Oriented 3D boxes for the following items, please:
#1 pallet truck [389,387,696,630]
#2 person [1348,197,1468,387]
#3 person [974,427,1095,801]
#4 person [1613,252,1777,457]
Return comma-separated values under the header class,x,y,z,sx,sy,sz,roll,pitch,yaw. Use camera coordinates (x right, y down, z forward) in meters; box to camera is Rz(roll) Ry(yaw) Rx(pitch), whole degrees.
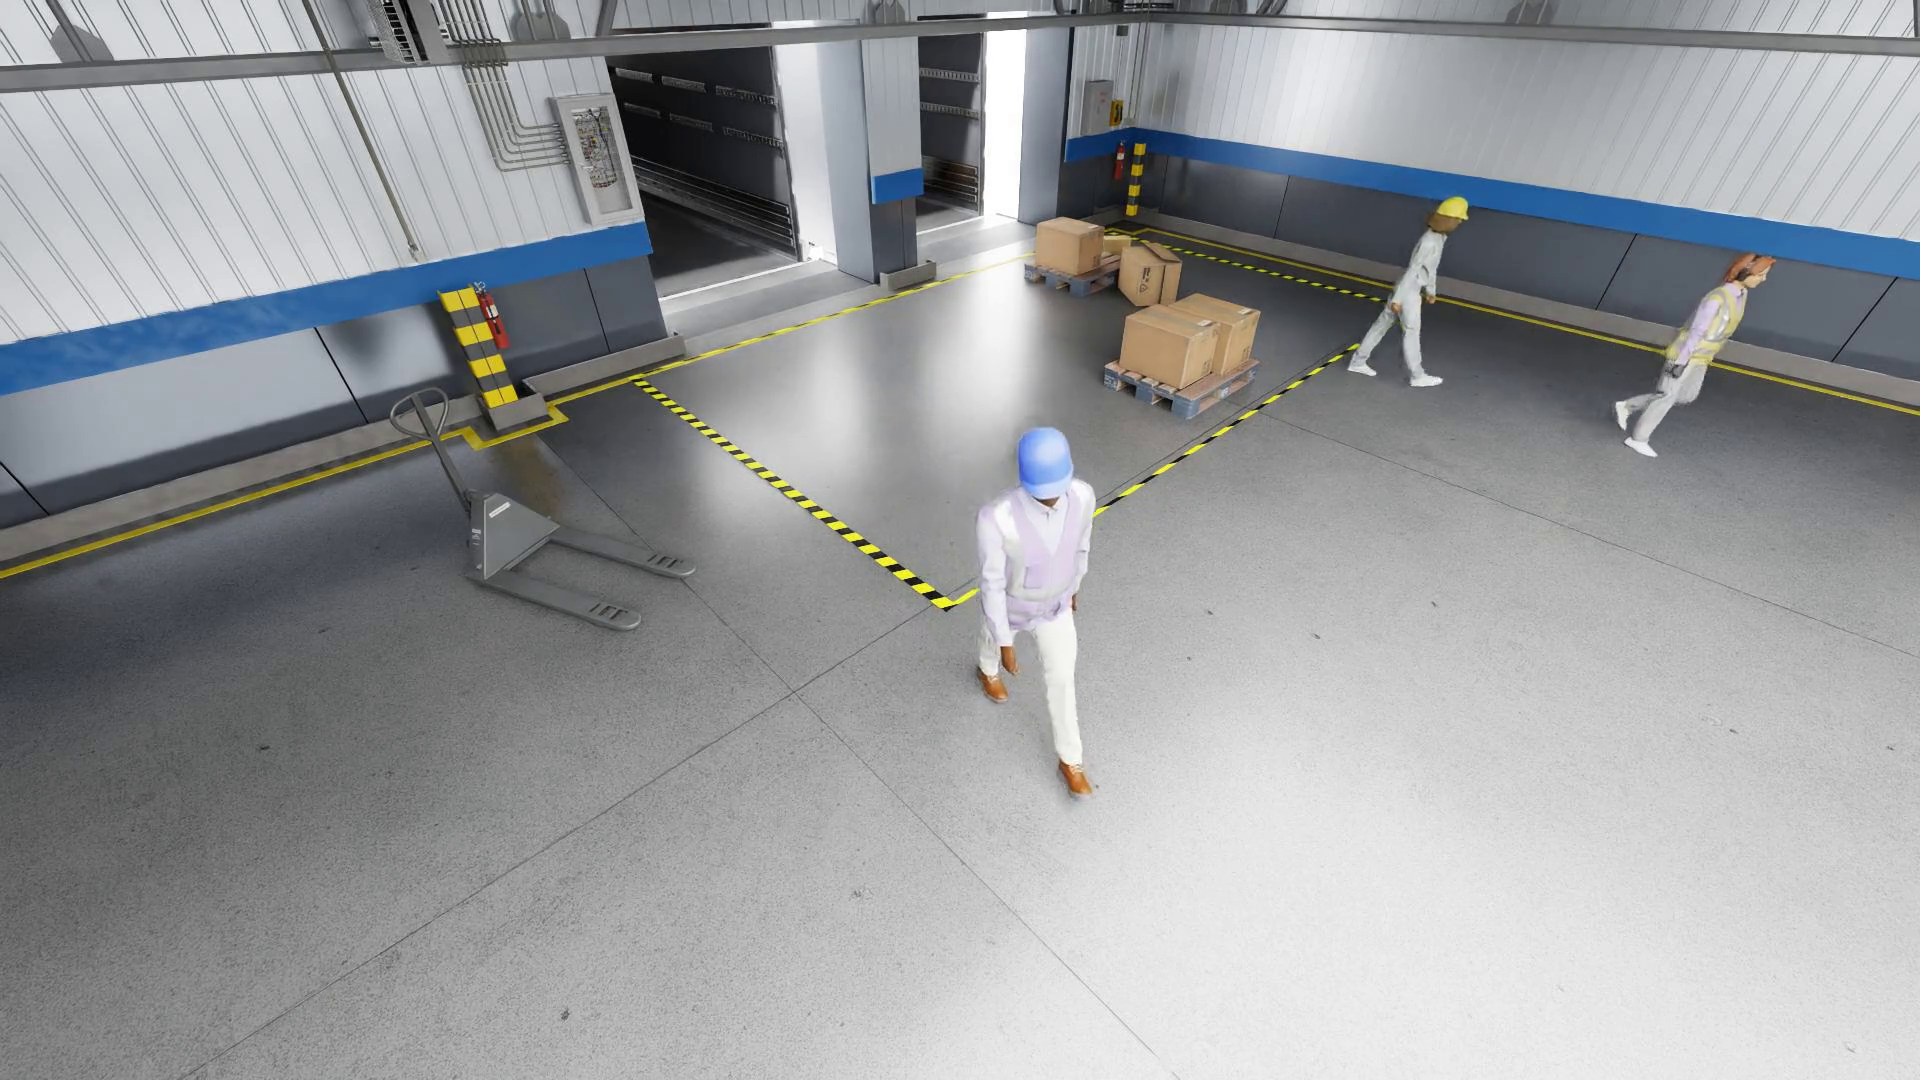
class,x,y,z,sx,sy,sz,roll,pitch,yaw
pallet truck,-2.613,-0.247,4.593,1.601,1.201,0.680,14,40,17
person,4.325,-2.279,6.833,0.830,1.700,0.483,21,42,25
person,0.353,0.310,3.348,0.608,1.872,1.066,-14,40,-17
person,5.775,-1.476,5.871,0.518,1.625,0.512,-18,41,-22
